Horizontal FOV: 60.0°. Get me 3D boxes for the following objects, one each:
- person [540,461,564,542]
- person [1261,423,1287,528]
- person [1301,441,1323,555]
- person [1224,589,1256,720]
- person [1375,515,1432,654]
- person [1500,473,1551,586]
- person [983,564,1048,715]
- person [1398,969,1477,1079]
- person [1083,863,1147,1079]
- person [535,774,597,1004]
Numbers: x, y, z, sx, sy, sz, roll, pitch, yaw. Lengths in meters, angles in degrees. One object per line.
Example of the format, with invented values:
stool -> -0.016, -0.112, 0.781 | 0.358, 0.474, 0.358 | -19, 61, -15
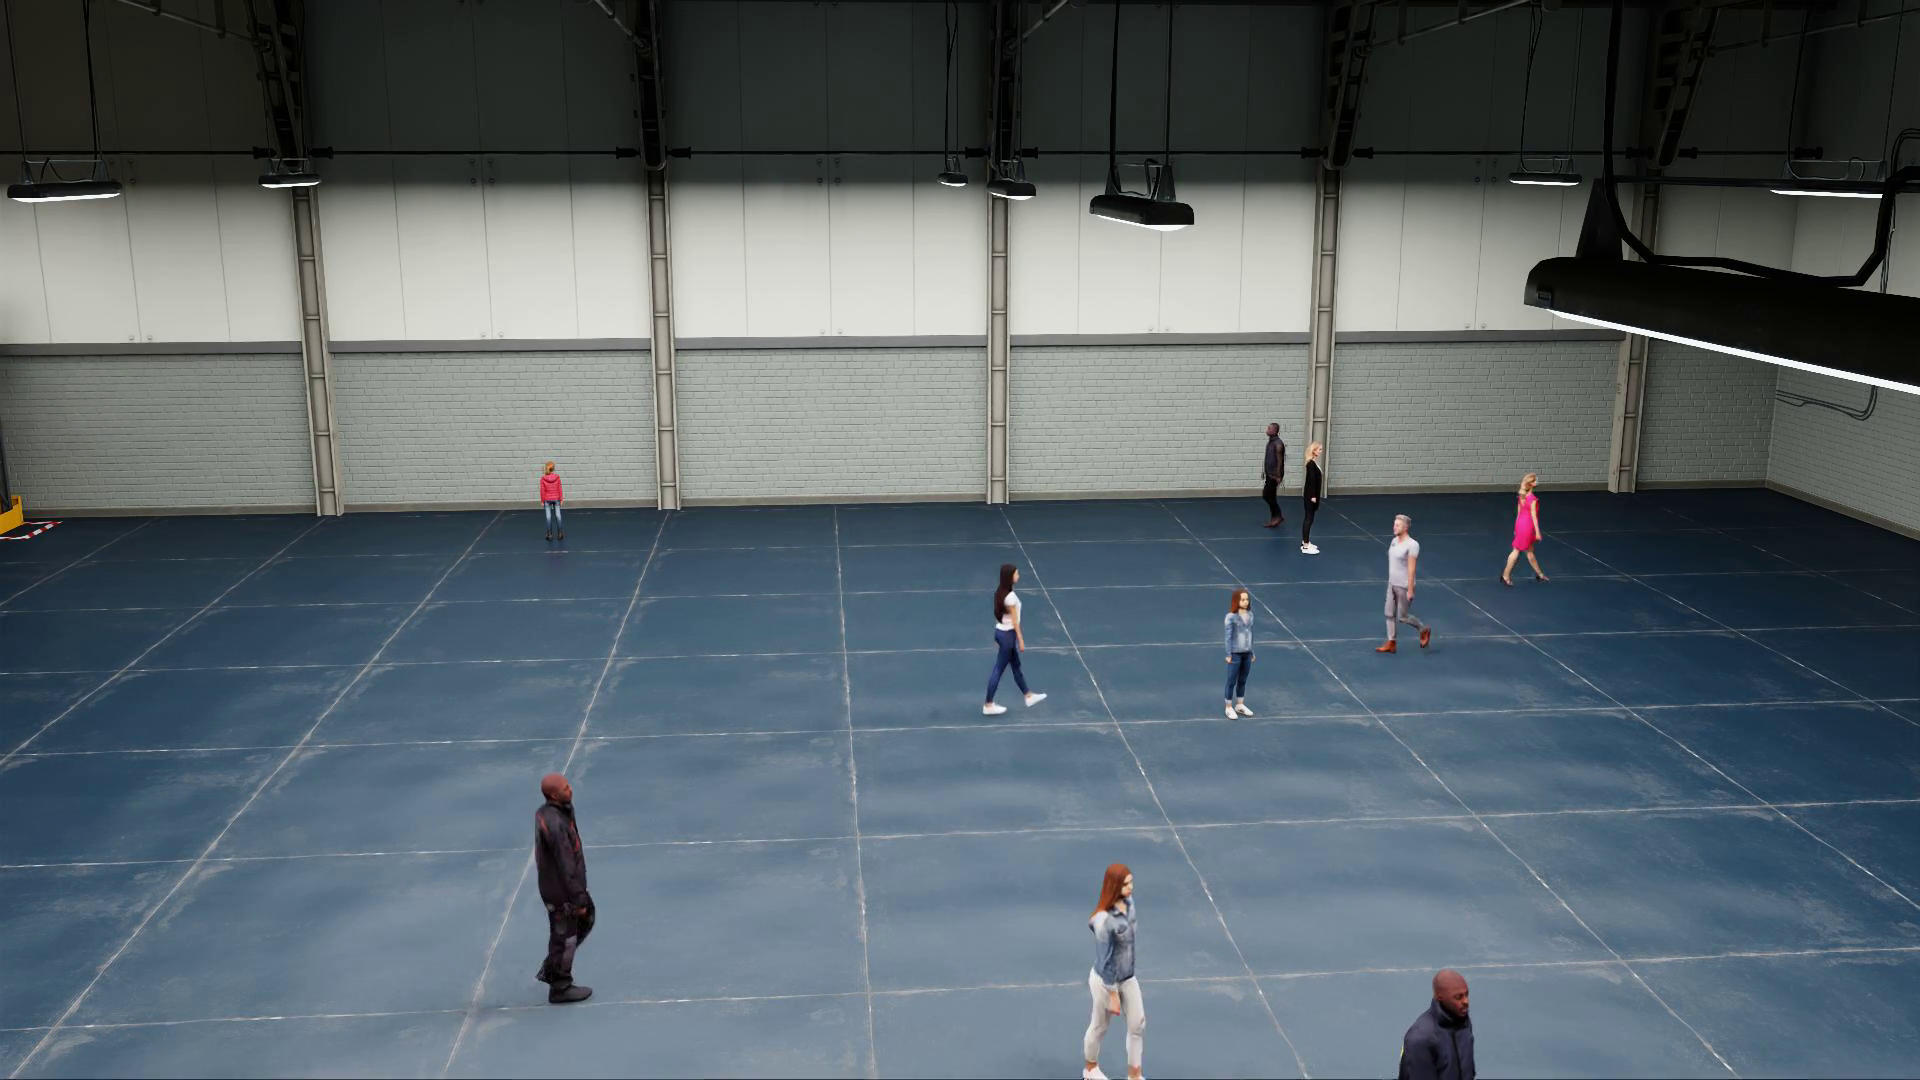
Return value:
person -> -6.792, -0.659, 27.679 | 0.495, 1.317, 0.615 | -5, 14, -19
person -> 5.438, -1.106, 28.470 | 0.652, 1.832, 0.697 | -1, 13, -4
person -> 5.643, -0.698, 26.766 | 0.602, 1.804, 0.653 | 2, 13, 8
person -> 3.177, 1.282, 18.944 | 0.584, 1.477, 0.695 | -8, 15, -32
person -> 5.709, 0.581, 21.232 | 1.056, 1.809, 0.843 | -4, 14, -18
person -> 8.250, -0.133, 24.572 | 0.983, 1.693, 0.619 | 0, 13, -1
person -> 0.434, 1.155, 18.903 | 1.056, 1.742, 0.733 | -3, 13, -14
person -> 2.659, 3.289, 9.575 | 1.122, 1.792, 1.103 | -9, 16, -33
person -> 0.956, 2.958, 11.252 | 0.952, 1.680, 0.887 | 10, 17, 38
person -> -3.071, 2.618, 12.434 | 0.783, 1.811, 0.772 | -4, 14, -18
